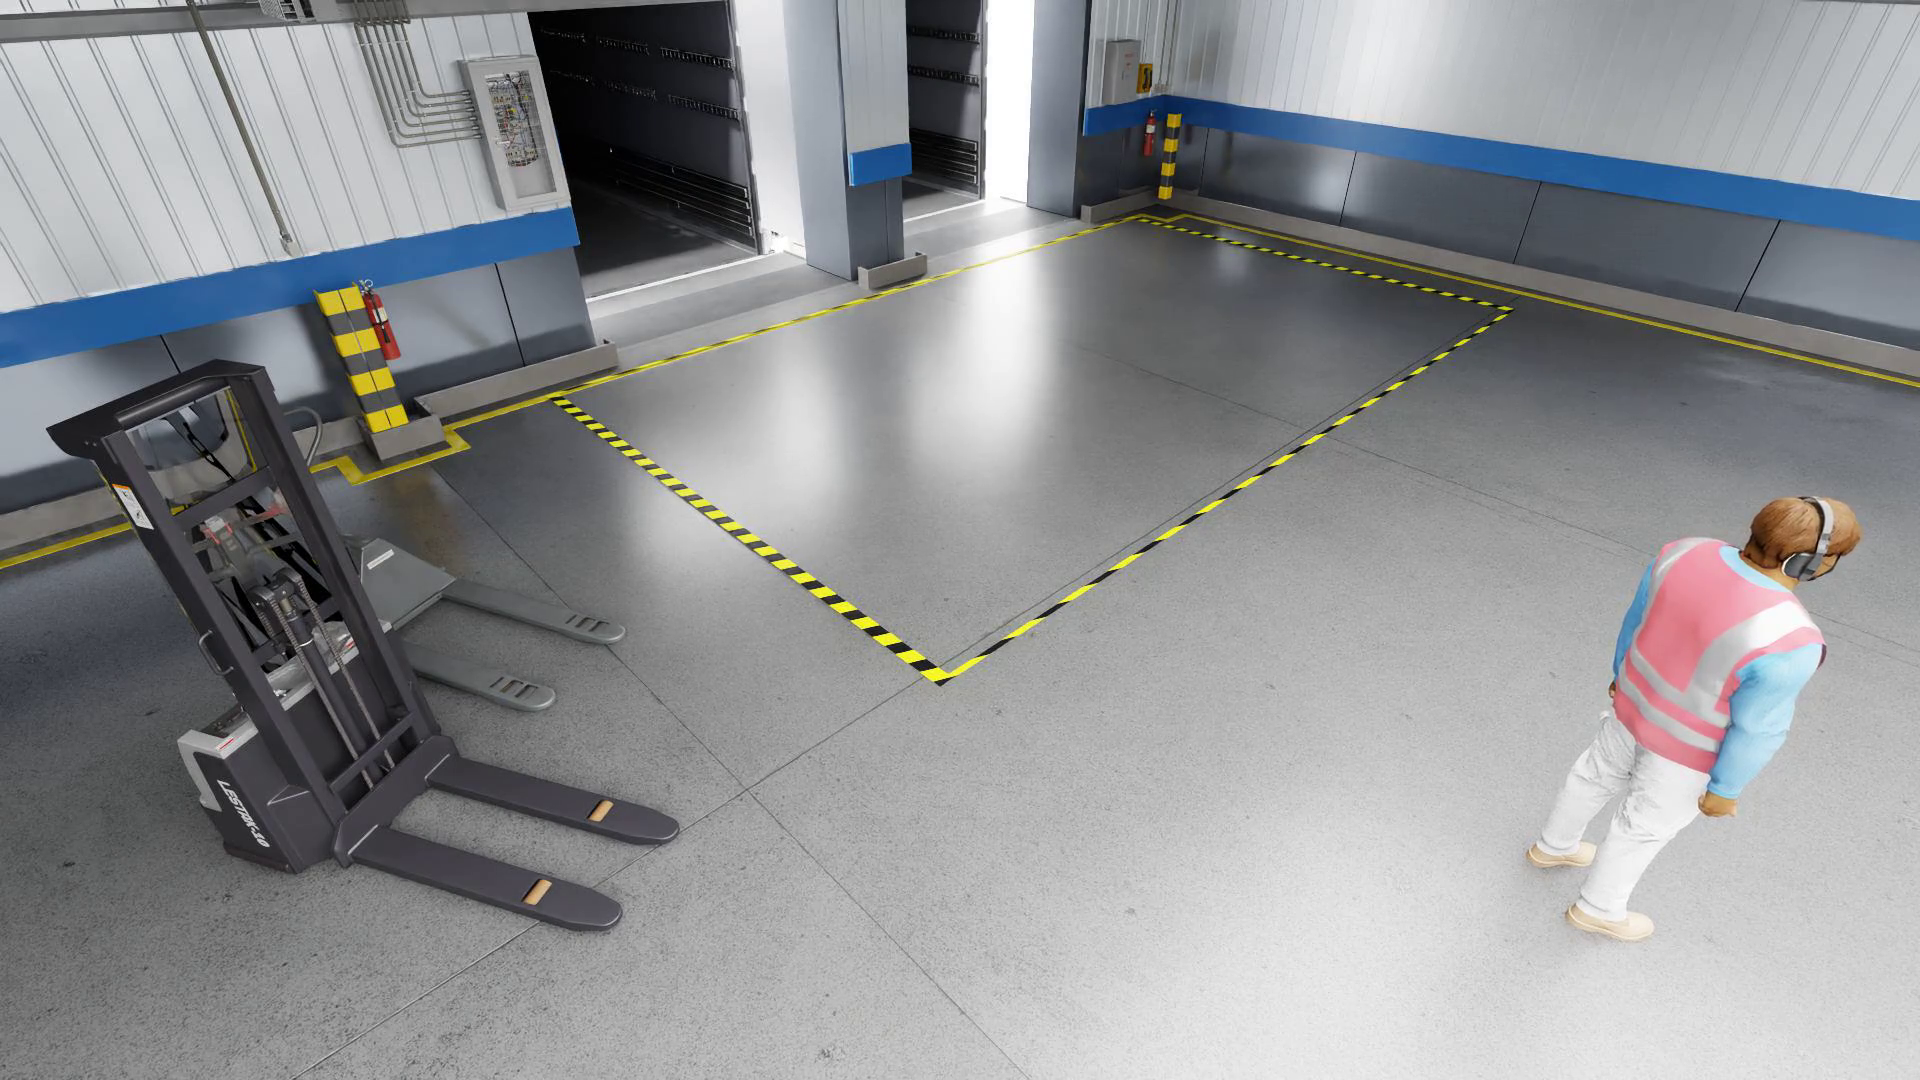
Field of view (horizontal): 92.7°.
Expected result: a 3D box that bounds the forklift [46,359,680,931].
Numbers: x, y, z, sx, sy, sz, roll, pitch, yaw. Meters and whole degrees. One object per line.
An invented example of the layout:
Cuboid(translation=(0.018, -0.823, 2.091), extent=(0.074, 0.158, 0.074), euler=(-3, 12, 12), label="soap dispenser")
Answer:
Cuboid(translation=(-2.135, 0.422, 3.354), extent=(1.885, 1.965, 0.823), euler=(10, 35, 14), label="forklift")

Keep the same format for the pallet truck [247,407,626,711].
Cuboid(translation=(-2.628, 0.038, 4.590), extent=(1.601, 1.201, 0.680), euler=(12, 36, 18), label="pallet truck")

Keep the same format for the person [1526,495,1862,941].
Cuboid(translation=(2.486, 0.643, 3.165), extent=(0.429, 1.841, 0.635), euler=(0, 34, 0), label="person")
